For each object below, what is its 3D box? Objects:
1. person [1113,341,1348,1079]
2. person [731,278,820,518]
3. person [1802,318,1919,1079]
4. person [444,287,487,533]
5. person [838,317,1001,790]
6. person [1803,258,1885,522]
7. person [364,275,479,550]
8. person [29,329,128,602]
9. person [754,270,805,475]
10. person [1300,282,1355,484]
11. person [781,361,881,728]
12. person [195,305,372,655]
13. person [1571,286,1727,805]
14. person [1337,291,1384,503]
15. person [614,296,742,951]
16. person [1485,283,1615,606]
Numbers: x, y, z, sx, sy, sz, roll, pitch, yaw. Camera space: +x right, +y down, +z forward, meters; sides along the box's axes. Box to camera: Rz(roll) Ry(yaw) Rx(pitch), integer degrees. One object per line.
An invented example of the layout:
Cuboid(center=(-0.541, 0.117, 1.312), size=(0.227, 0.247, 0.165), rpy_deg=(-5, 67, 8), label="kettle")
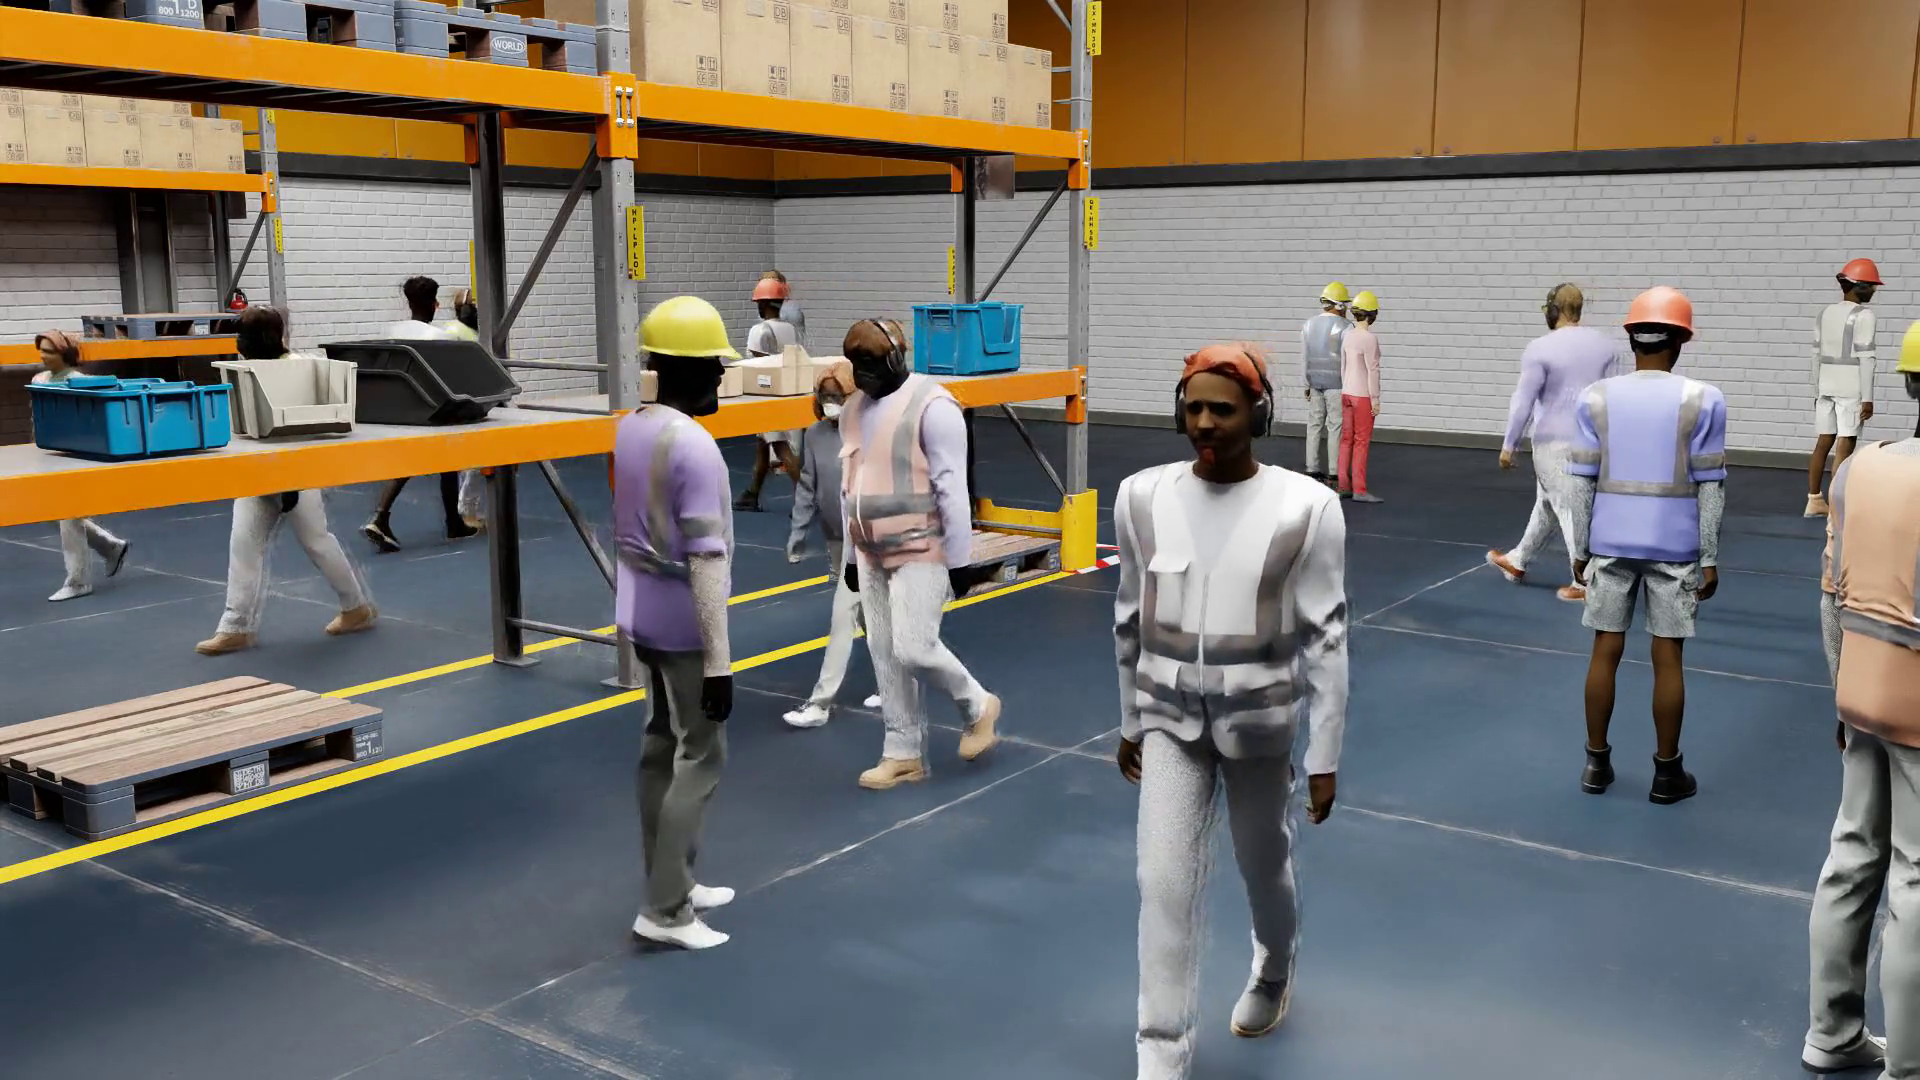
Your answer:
Cuboid(center=(0.657, 0.436, 4.052), size=(0.589, 1.844, 0.964), rpy_deg=(4, 10, 24), label="person")
Cuboid(center=(-1.460, -1.116, 13.142), size=(0.986, 1.898, 0.545), rpy_deg=(5, 11, 28), label="person")
Cuboid(center=(2.276, 0.408, 3.940), size=(0.363, 1.929, 0.585), rpy_deg=(-2, 10, -9), label="person")
Cuboid(center=(-3.585, -0.947, 12.331), size=(0.453, 1.830, 0.630), rpy_deg=(0, 10, 3), label="person")
Cuboid(center=(-0.183, 0.049, 6.417), size=(0.542, 1.817, 0.668), rpy_deg=(-8, 13, -41), label="person")
Cuboid(center=(6.885, -1.154, 12.911), size=(0.394, 2.039, 0.614), rpy_deg=(-2, 10, -10), label="person")
Cuboid(center=(-3.838, -0.897, 11.719), size=(0.610, 1.935, 0.931), rpy_deg=(4, 11, 25), label="person")
Cuboid(center=(-5.334, -0.465, 10.048), size=(0.525, 1.617, 0.553), rpy_deg=(5, 11, 28), label="person")
Cuboid(center=(-1.715, -1.584, 15.774), size=(0.356, 1.938, 0.633), rpy_deg=(-9, 13, -43), label="person")
Cuboid(center=(3.380, -1.425, 15.152), size=(0.404, 1.827, 0.600), rpy_deg=(-7, 12, -37), label="person")
Cuboid(center=(-0.501, 0.008, 7.343), size=(0.806, 1.585, 0.499), rpy_deg=(-9, 13, -44), label="person")
Cuboid(center=(-3.559, -0.332, 8.755), size=(0.628, 1.806, 0.946), rpy_deg=(6, 11, 31), label="person")
Cuboid(center=(2.573, 0.022, 6.246), size=(0.542, 1.928, 0.376), rpy_deg=(6, 11, 34), label="person")
Cuboid(center=(3.379, -1.199, 13.985), size=(0.300, 1.772, 0.530), rpy_deg=(-3, 10, -16), label="person")
Cuboid(center=(-0.827, 0.243, 4.964), size=(0.375, 1.933, 0.592), rpy_deg=(-6, 11, -33), label="person")
Cuboid(center=(3.549, -0.591, 10.011), size=(0.655, 1.883, 1.004), rpy_deg=(-5, 11, -27), label="person")
